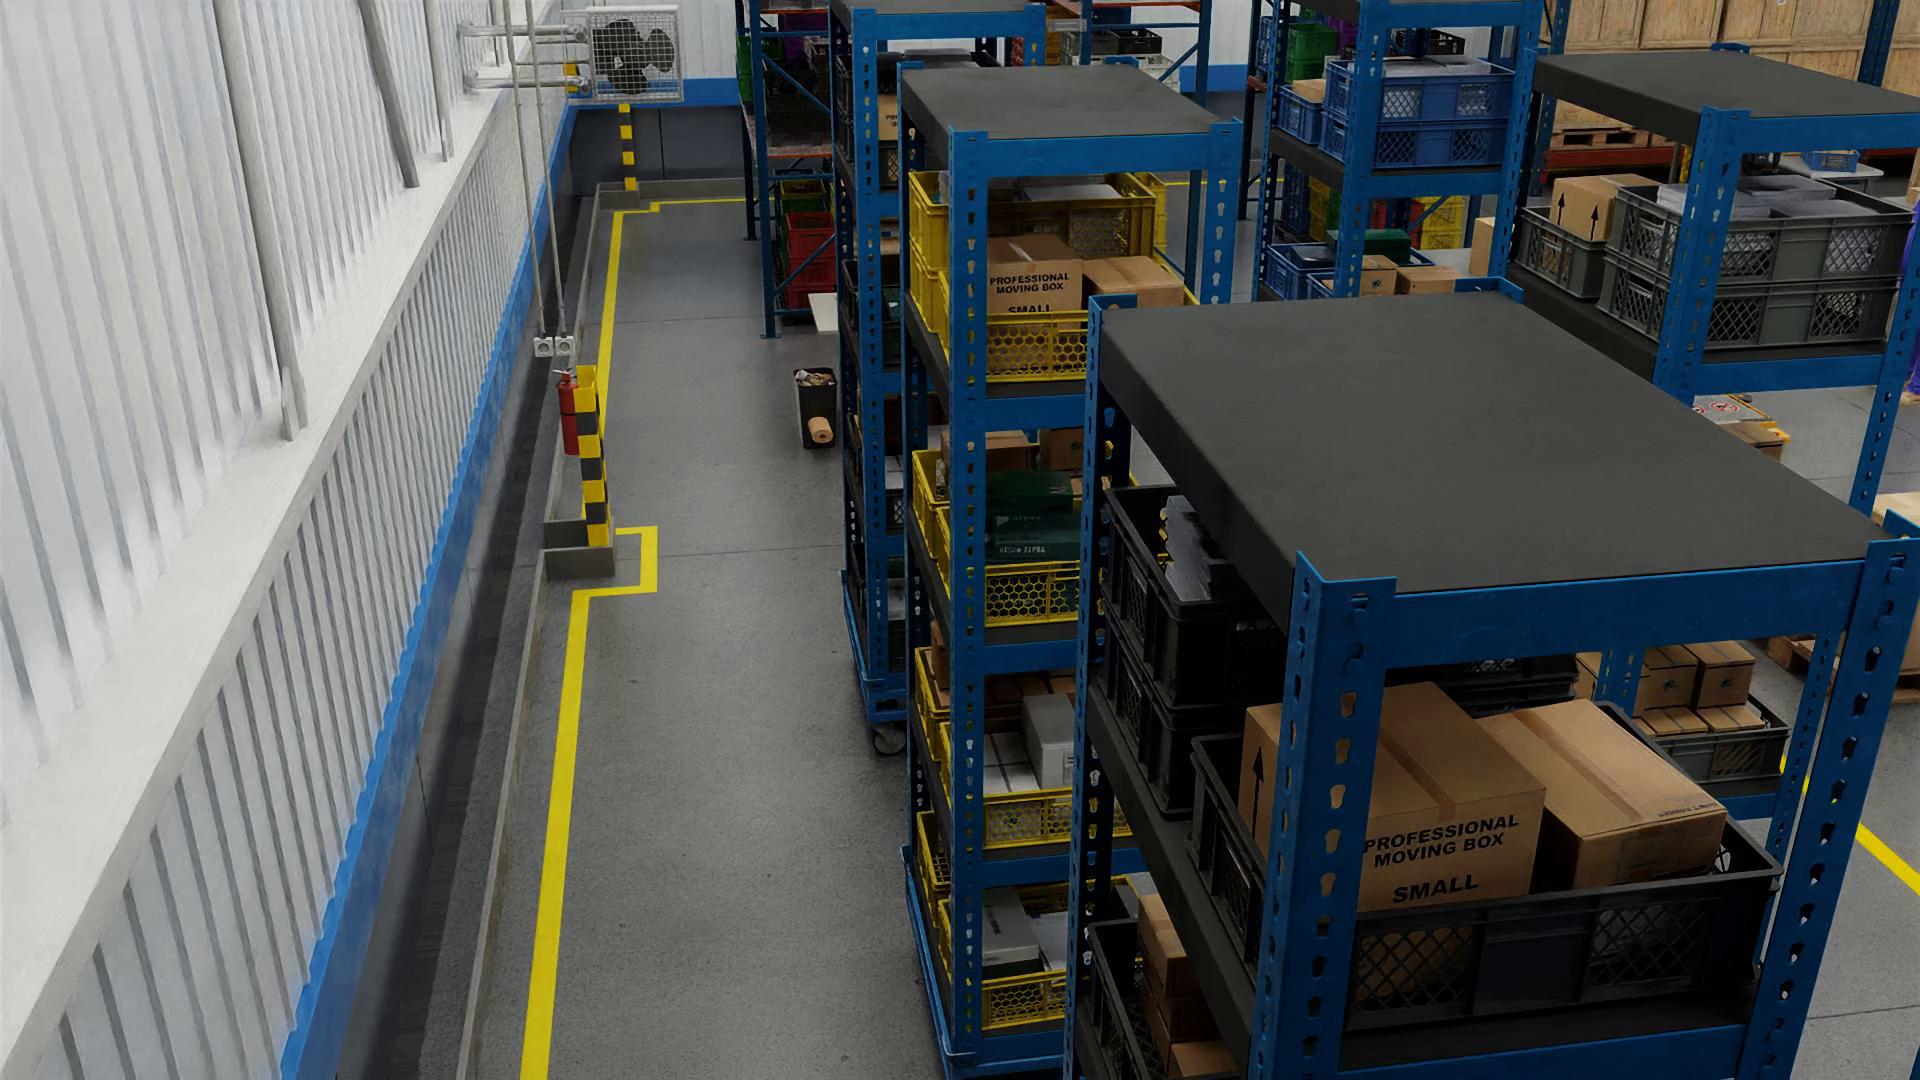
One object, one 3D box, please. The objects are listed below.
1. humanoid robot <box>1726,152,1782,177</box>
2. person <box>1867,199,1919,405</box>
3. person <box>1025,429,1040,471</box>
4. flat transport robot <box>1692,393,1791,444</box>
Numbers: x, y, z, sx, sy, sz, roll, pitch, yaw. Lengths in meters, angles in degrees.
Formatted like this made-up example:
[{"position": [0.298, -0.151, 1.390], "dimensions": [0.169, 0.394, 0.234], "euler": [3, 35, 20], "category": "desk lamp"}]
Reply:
[{"position": [7.294, -3.149, 15.443], "dimensions": [0.610, 1.657, 0.321], "euler": [-3, 25, -7], "category": "humanoid robot"}, {"position": [7.345, -2.049, 12.635], "dimensions": [0.536, 2.000, 0.679], "euler": [2, 25, 4], "category": "person"}, {"position": [0.516, -0.116, 8.756], "dimensions": [0.523, 1.769, 0.322], "euler": [13, 28, 27], "category": "person"}, {"position": [5.224, -0.859, 12.132], "dimensions": [1.431, 0.197, 0.652], "euler": [-4, 25, -8], "category": "flat transport robot"}]
